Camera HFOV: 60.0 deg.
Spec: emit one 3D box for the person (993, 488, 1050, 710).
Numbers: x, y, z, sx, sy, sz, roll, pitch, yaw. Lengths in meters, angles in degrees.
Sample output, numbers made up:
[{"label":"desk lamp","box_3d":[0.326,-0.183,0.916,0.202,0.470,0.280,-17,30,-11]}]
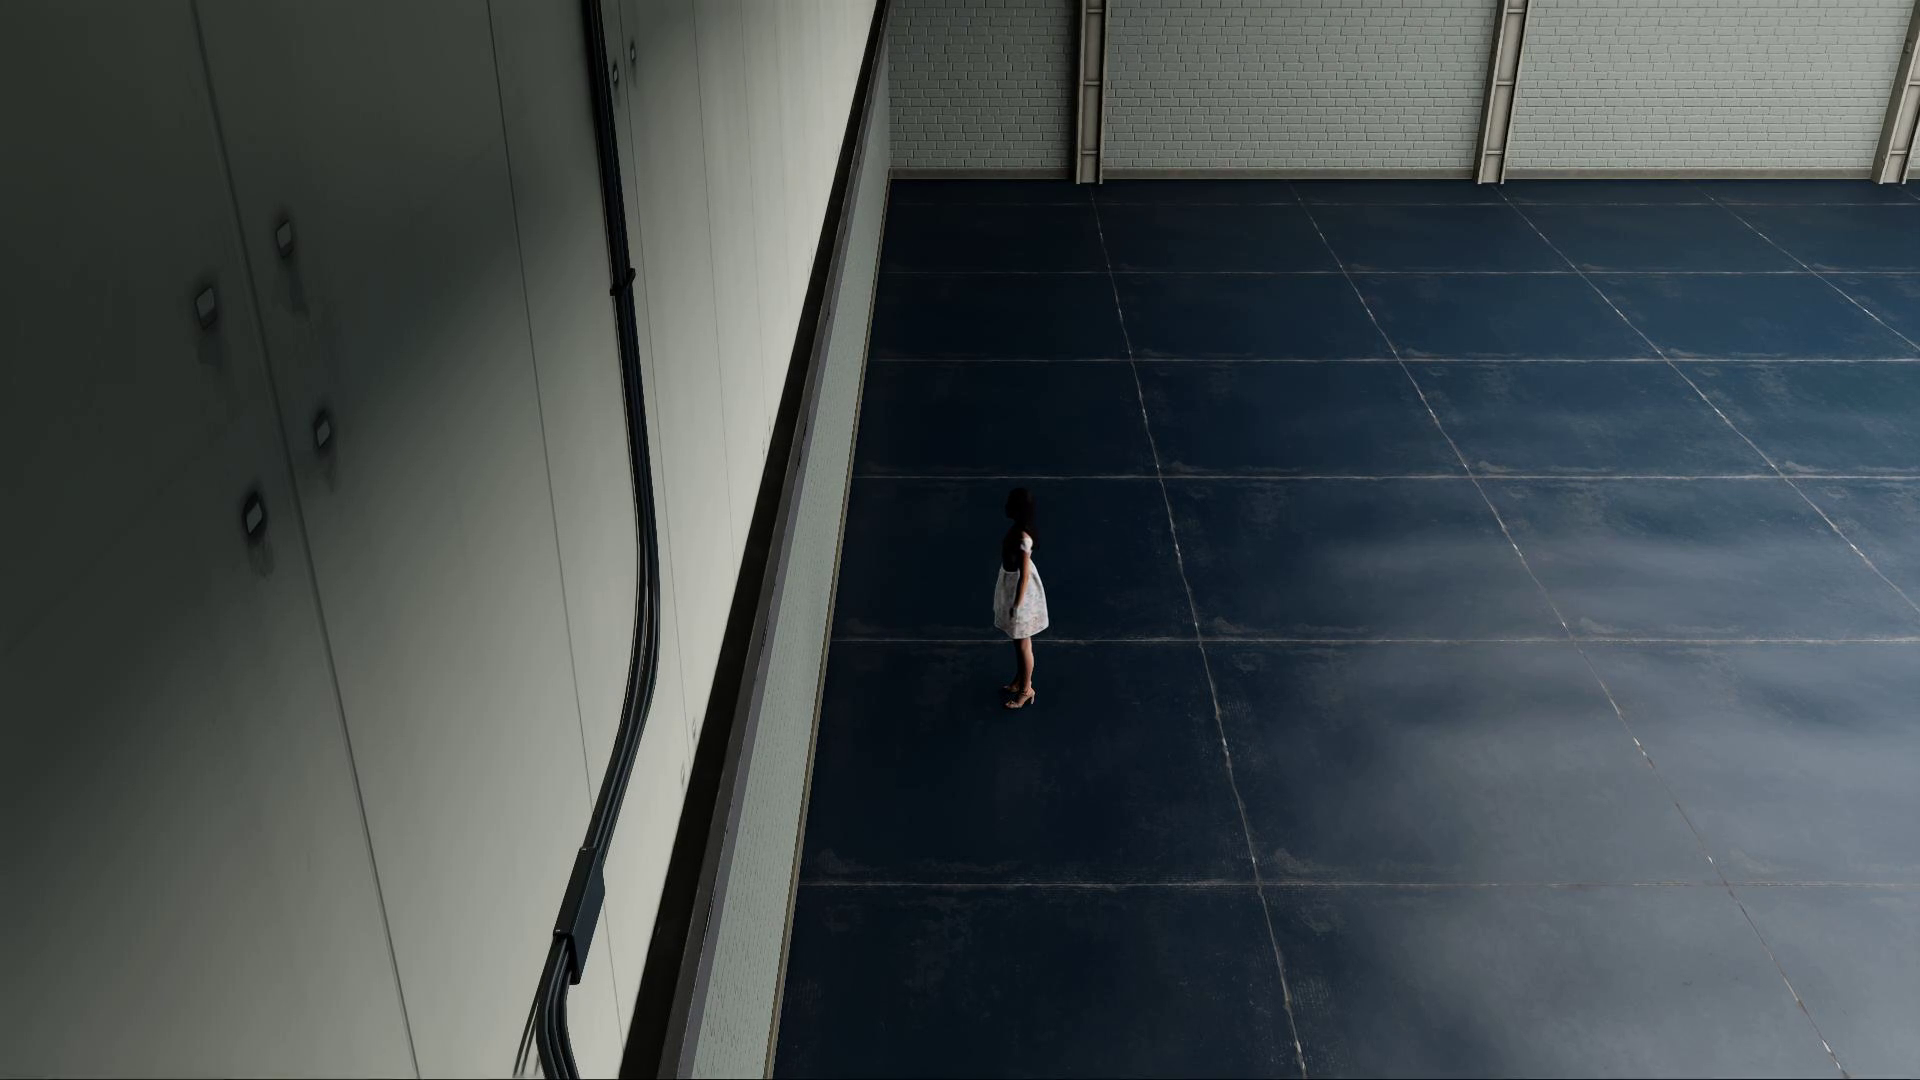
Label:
[{"label":"person","box_3d":[0.433,0.420,12.168,0.609,1.775,0.629,0,28,0]}]
